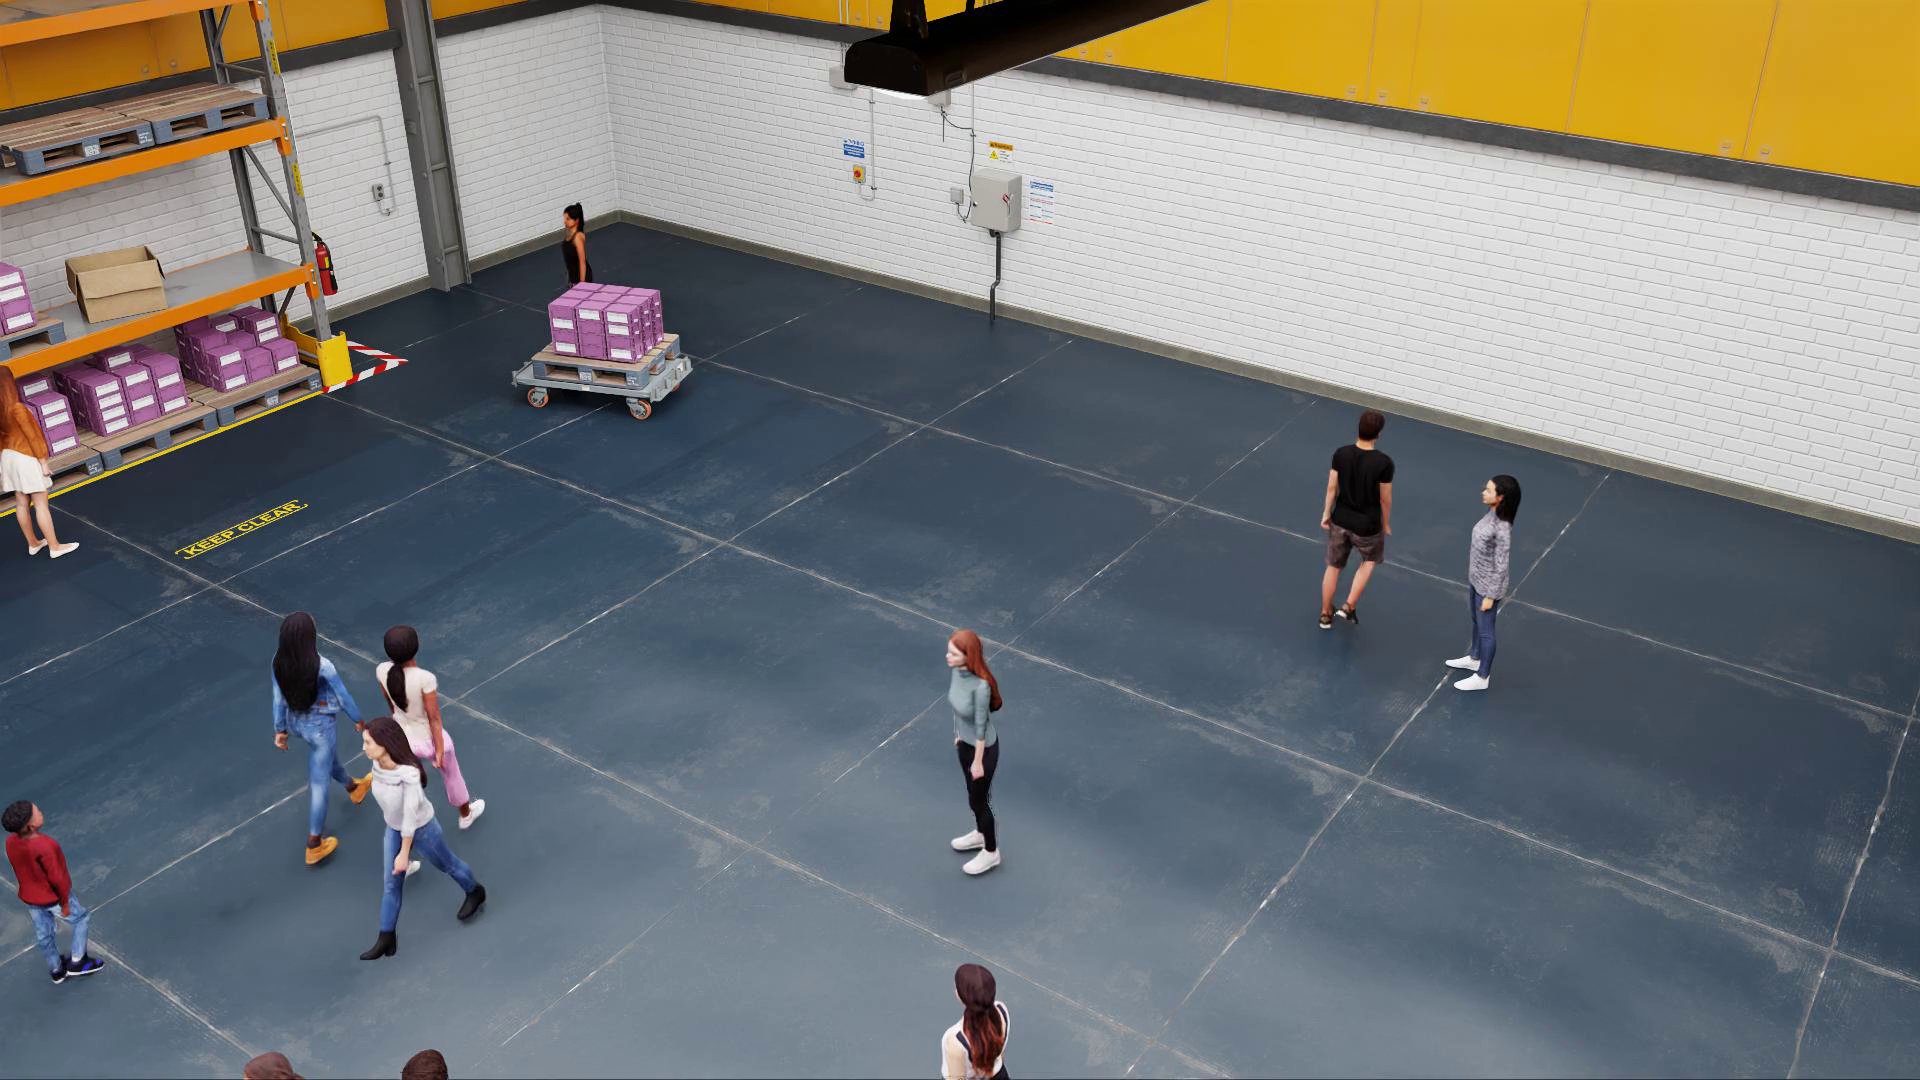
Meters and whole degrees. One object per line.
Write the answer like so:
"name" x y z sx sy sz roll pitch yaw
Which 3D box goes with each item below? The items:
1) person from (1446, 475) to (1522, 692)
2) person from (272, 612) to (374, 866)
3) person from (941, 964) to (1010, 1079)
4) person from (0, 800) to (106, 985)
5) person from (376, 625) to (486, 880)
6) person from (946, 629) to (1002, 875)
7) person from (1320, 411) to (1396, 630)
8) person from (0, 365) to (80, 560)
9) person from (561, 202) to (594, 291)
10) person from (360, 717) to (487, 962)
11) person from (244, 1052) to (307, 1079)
"person" 3.896 0.298 12.256 0.749 1.732 0.630 3 29 5
"person" -4.129 1.285 10.503 0.836 1.678 1.163 9 30 17
"person" 0.091 2.693 7.954 0.609 1.646 0.476 21 35 33
"person" -5.292 2.055 9.541 0.566 1.247 0.571 8 30 14
"person" -3.438 1.335 10.390 0.886 1.698 1.211 6 29 10
"person" 0.103 1.301 10.414 0.702 1.734 0.671 -11 30 -19
"person" 3.046 -0.103 12.869 0.691 1.847 0.684 14 31 23
"person" -7.905 -0.657 14.015 0.677 1.723 0.663 9 30 16
"person" -4.090 -2.886 18.175 0.921 1.653 0.819 -12 31 -21
"person" -3.151 1.701 9.844 0.626 1.577 1.061 19 34 31
"person" -3.022 2.935 7.602 0.633 1.558 0.621 -17 33 -28
